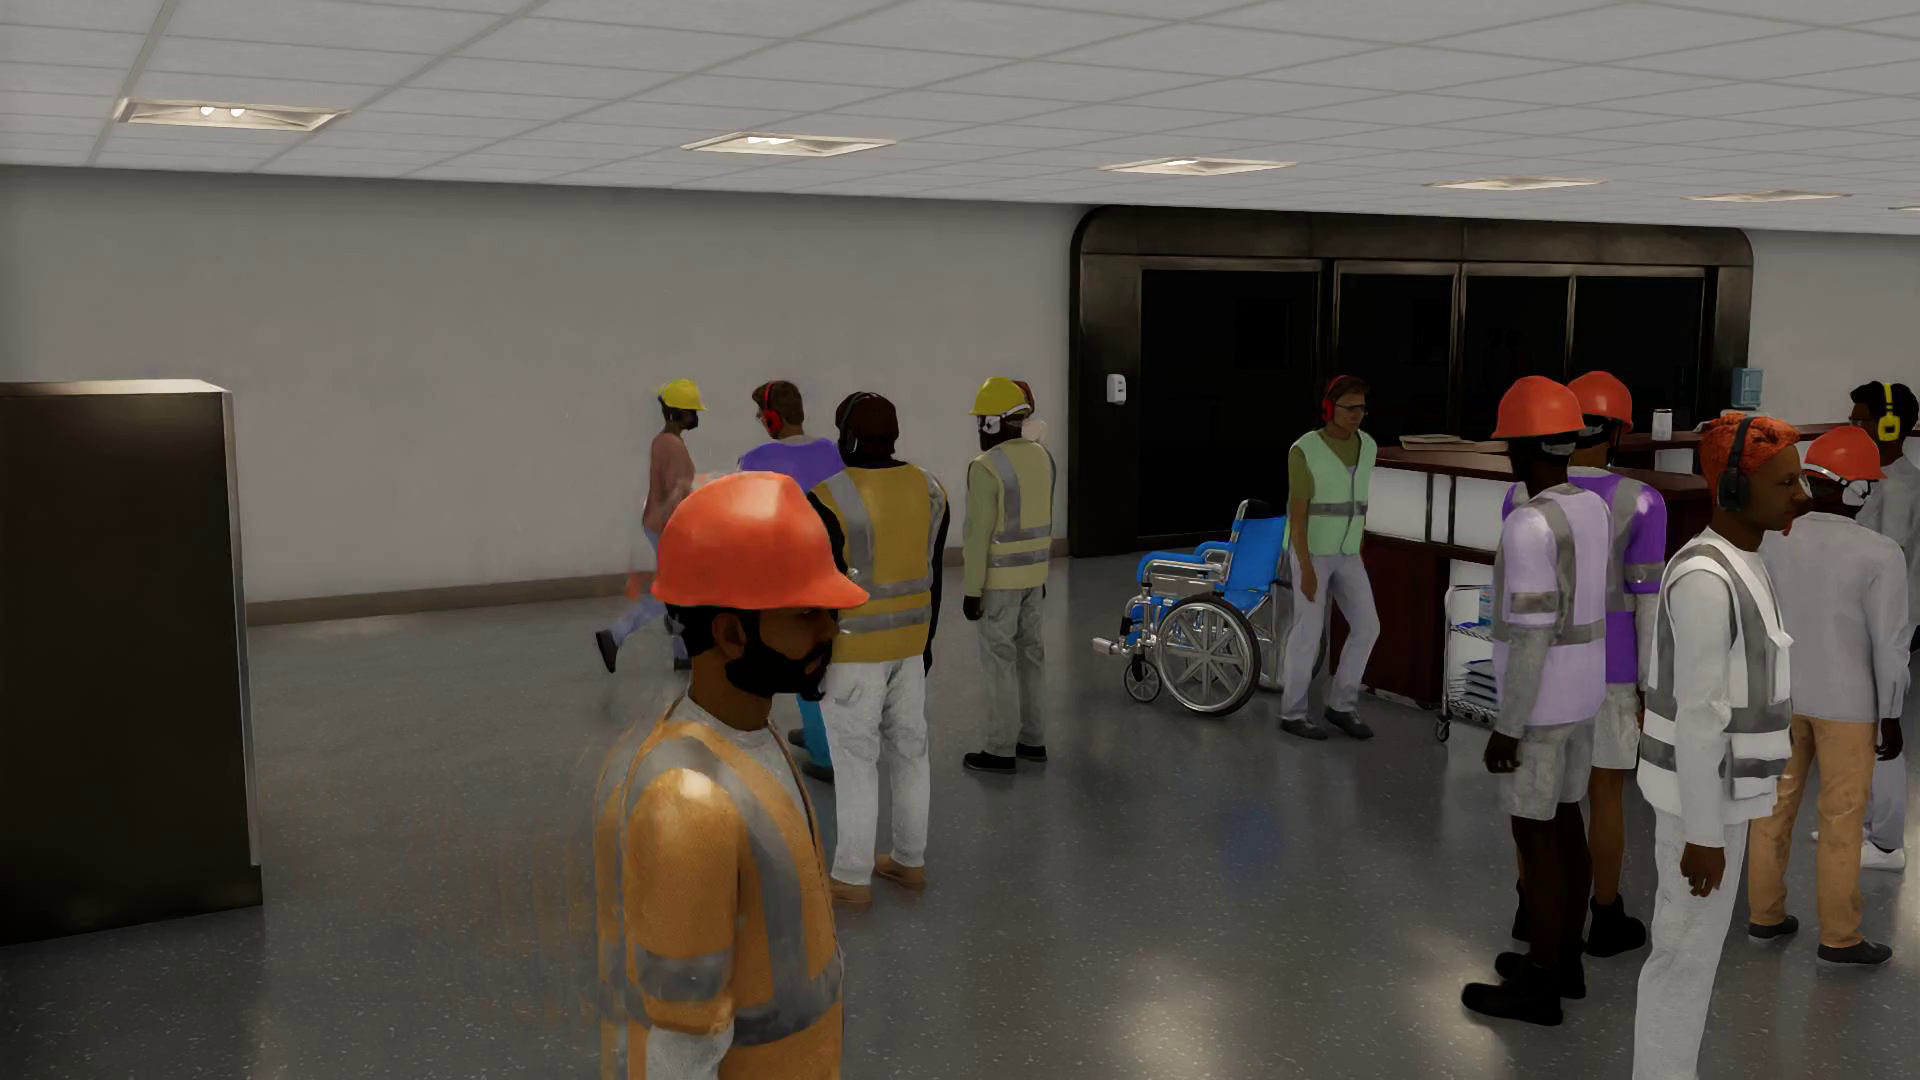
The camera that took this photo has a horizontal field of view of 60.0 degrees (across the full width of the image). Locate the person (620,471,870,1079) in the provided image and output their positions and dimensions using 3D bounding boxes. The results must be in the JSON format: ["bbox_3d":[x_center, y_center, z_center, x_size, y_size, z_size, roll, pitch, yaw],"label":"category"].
[{"bbox_3d":[-0.391,0.843,2.472,0.887,1.912,0.547,0,8,-2],"label":"person"}]

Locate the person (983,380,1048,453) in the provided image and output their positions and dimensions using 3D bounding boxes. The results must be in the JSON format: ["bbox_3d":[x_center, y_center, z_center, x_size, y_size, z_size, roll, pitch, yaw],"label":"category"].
[{"bbox_3d":[0.404,-0.347,12.100,0.504,1.627,0.285,-1,8,-9],"label":"person"}]

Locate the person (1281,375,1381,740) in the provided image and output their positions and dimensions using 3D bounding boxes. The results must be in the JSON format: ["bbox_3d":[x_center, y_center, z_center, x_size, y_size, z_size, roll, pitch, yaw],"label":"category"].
[{"bbox_3d":[1.842,0.100,8.167,0.652,1.814,0.596,-6,10,-35],"label":"person"}]

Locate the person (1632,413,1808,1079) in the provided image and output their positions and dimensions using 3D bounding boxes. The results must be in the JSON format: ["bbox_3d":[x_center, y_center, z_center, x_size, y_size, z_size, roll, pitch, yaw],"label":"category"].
[{"bbox_3d":[1.836,0.633,4.057,0.337,1.882,0.584,5,9,30],"label":"person"}]

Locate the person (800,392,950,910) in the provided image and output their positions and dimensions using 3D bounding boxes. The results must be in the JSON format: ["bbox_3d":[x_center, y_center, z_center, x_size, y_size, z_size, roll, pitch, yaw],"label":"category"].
[{"bbox_3d":[-0.333,0.392,5.963,0.622,1.844,0.429,-8,11,-44],"label":"person"}]

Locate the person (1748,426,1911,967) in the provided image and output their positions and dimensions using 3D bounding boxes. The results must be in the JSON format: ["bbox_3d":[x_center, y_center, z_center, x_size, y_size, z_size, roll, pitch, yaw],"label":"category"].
[{"bbox_3d":[2.842,0.503,5.458,0.327,1.753,0.561,-4,9,-29],"label":"person"}]

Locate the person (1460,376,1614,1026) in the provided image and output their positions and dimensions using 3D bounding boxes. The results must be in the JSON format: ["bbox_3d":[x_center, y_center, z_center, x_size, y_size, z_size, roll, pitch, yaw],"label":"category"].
[{"bbox_3d":[1.728,0.478,4.998,0.376,1.934,0.547,7,10,41],"label":"person"}]

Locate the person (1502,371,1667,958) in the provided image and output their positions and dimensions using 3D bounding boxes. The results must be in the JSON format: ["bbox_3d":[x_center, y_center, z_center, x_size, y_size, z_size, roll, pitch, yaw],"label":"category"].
[{"bbox_3d":[2.068,0.407,5.529,0.542,1.930,0.366,6,10,39],"label":"person"}]

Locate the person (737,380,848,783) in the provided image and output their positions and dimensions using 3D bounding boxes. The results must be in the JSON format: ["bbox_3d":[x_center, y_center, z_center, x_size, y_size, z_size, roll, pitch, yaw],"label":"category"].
[{"bbox_3d":[-0.792,0.178,7.623,0.579,1.807,0.785,-6,10,-38],"label":"person"}]

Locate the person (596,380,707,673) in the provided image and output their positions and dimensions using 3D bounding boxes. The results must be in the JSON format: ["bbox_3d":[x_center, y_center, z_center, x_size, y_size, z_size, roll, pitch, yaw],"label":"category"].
[{"bbox_3d":[-1.762,-0.059,9.611,0.671,1.737,0.556,-3,8,-21],"label":"person"}]

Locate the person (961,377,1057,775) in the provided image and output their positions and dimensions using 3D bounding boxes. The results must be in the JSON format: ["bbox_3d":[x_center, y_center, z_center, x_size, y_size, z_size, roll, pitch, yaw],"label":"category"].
[{"bbox_3d":[0.210,0.164,7.691,0.403,1.824,0.596,6,10,37],"label":"person"}]

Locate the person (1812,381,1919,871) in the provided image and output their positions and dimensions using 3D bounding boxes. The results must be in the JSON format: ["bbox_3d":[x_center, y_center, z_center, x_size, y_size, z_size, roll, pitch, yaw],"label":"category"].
[{"bbox_3d":[3.509,0.328,6.365,0.324,1.862,0.512,4,9,26],"label":"person"}]
